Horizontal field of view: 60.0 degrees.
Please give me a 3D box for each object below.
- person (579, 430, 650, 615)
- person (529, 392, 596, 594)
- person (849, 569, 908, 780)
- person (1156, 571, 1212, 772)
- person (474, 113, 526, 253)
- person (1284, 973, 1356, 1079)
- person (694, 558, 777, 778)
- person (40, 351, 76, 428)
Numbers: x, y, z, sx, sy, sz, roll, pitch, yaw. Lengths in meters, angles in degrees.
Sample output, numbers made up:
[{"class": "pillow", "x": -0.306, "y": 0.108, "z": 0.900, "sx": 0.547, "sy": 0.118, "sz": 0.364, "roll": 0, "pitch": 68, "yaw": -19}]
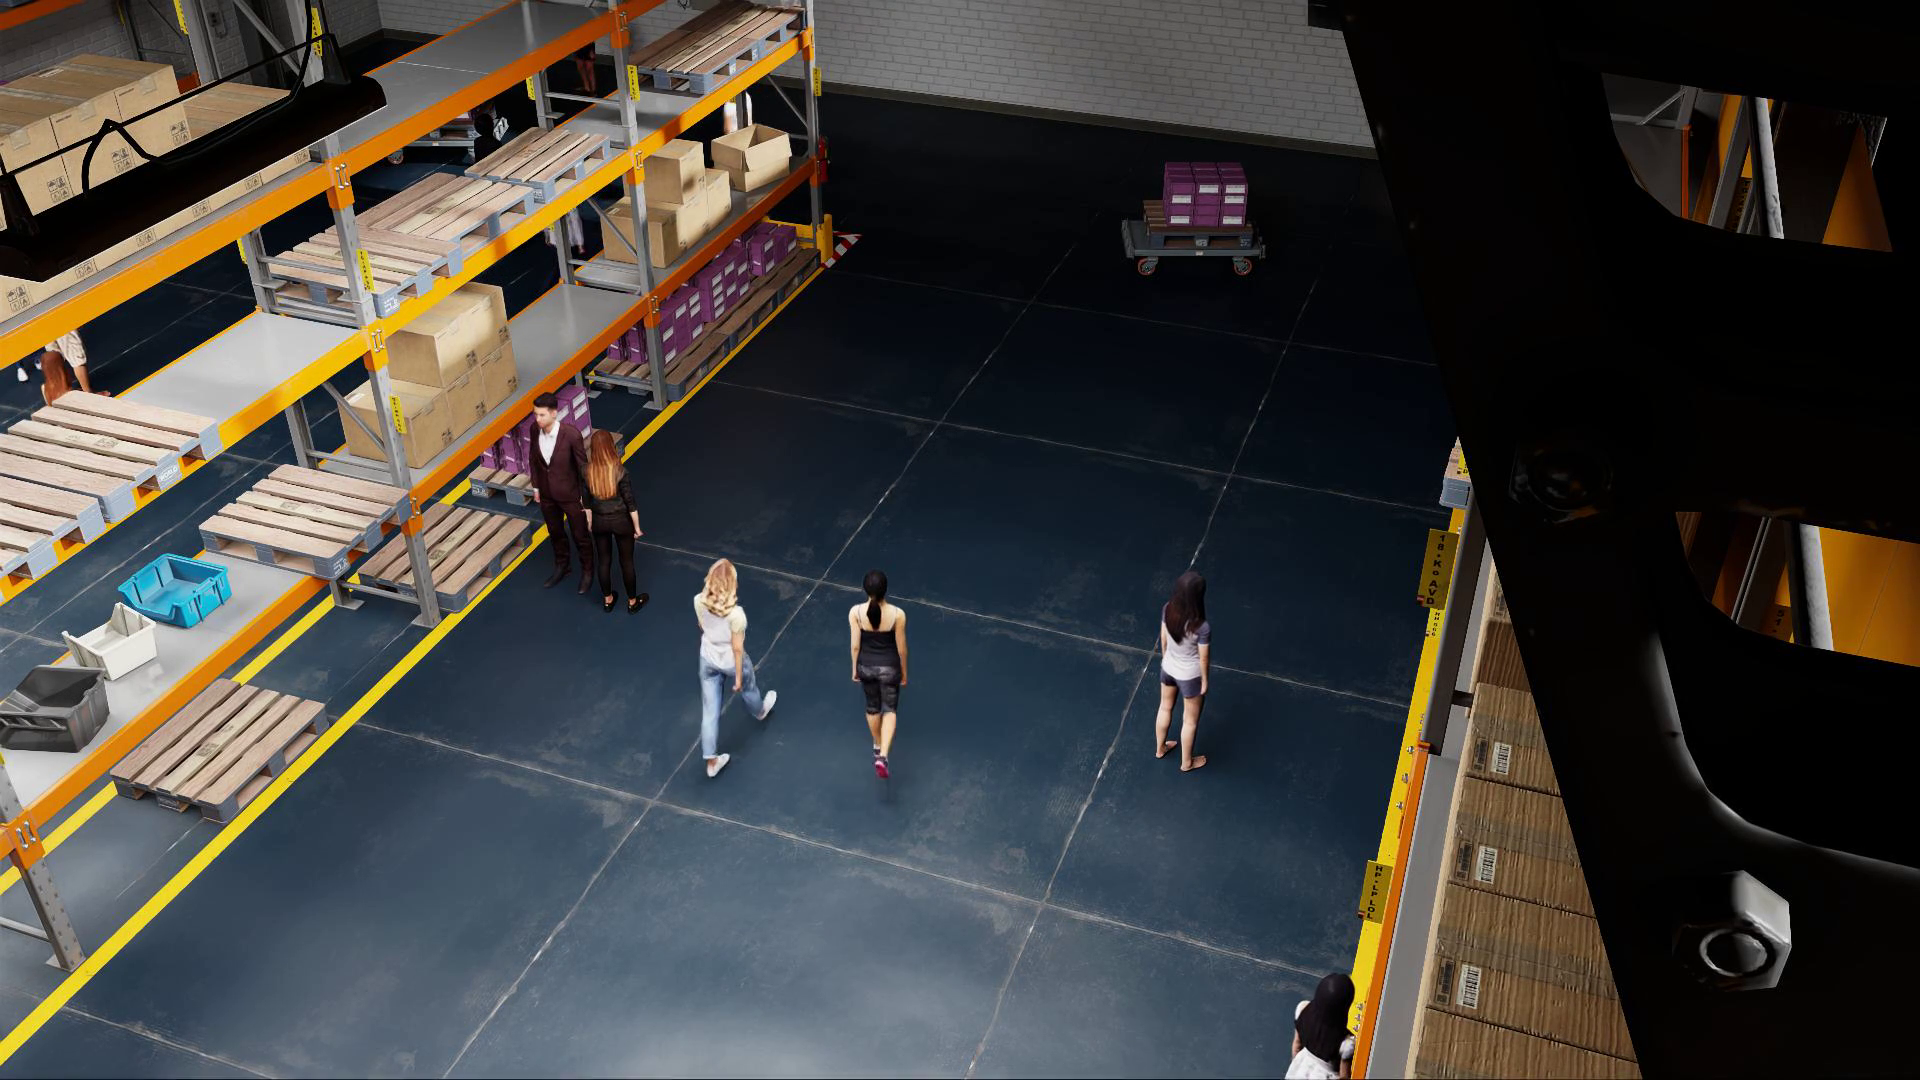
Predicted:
[{"class": "person", "x": -2.896, "y": -0.145, "z": 13.795, "sx": 0.644, "sy": 1.712, "sz": 0.579, "roll": 5, "pitch": 34, "yaw": 8}, {"class": "person", "x": -3.373, "y": -0.421, "z": 14.073, "sx": 0.690, "sy": 1.864, "sz": 0.573, "roll": 10, "pitch": 35, "yaw": 14}, {"class": "person", "x": -0.598, "y": 1.003, "z": 12.069, "sx": 0.735, "sy": 1.710, "sz": 0.984, "roll": 1, "pitch": 34, "yaw": 2}, {"class": "person", "x": 1.632, "y": 0.945, "z": 12.161, "sx": 0.679, "sy": 1.706, "sz": 0.675, "roll": -26, "pitch": 42, "yaw": -34}, {"class": "person", "x": -5.618, "y": -4.315, "z": 20.078, "sx": 0.587, "sy": 1.701, "sz": 0.556, "roll": 8, "pitch": 34, "yaw": 12}, {"class": "person", "x": 1.933, "y": 3.002, "z": 9.008, "sx": 0.808, "sy": 1.769, "sz": 0.779, "roll": -23, "pitch": 40, "yaw": -31}, {"class": "person", "x": -1.778, "y": 0.983, "z": 12.141, "sx": 0.658, "sy": 1.663, "sz": 1.162, "roll": 14, "pitch": 36, "yaw": 20}, {"class": "person", "x": -7.986, "y": -0.836, "z": 14.866, "sx": 0.611, "sy": 1.676, "sz": 0.990, "roll": 12, "pitch": 36, "yaw": 18}]
